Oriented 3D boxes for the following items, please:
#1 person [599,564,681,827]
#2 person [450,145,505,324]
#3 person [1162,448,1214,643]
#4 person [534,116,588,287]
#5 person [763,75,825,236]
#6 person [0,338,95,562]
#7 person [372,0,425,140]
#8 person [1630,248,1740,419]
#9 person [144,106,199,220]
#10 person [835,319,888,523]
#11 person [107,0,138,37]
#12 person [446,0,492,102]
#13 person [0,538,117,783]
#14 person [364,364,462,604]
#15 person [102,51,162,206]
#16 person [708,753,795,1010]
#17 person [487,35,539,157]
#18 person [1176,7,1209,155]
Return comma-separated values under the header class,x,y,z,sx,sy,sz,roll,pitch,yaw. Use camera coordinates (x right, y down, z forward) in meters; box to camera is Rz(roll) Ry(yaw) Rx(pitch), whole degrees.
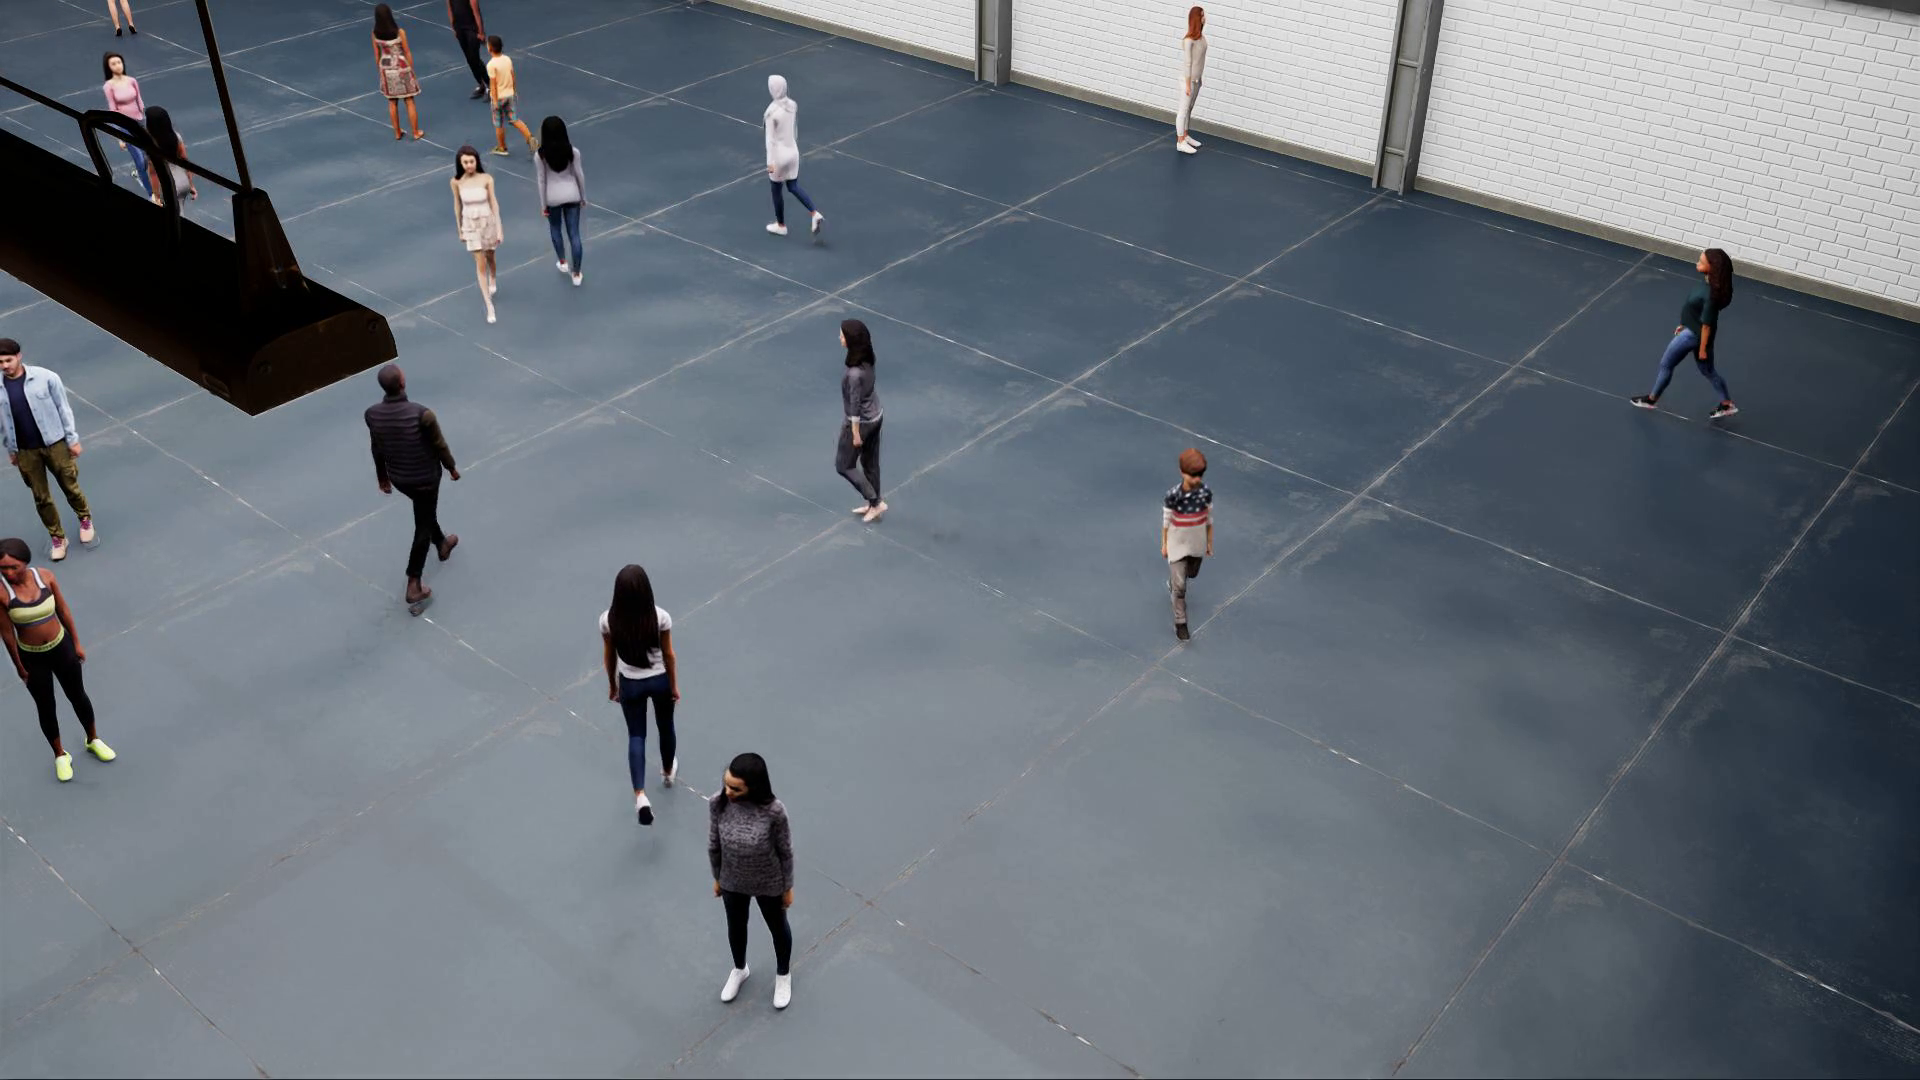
class,x,y,z,sx,sy,sz,roll,pitch,yaw
person,-1.923,0.957,10.144,1.008,1.757,1.053,-2,34,-2
person,-4.650,-3.032,16.205,0.967,1.690,1.123,-8,34,-11
person,1.610,-0.030,11.934,0.830,1.418,0.958,-10,35,-14
person,-3.970,-3.362,16.677,0.833,1.718,0.917,-9,35,-13
person,-1.805,-4.022,17.633,0.949,1.758,0.607,26,41,33
person,-6.977,-0.735,12.636,0.870,1.817,0.929,-9,35,-14
person,-6.889,-5.713,20.280,0.702,1.644,0.787,0,34,1
person,6.467,-1.740,14.364,1.159,1.577,0.741,18,38,25
person,-7.889,-3.487,16.835,1.139,1.751,0.761,16,37,22
person,-0.670,-0.899,12.942,0.742,1.750,0.705,12,35,17
person,-12.165,-8.049,23.796,0.623,1.643,0.593,-18,38,-25
person,-6.319,-6.592,21.461,0.663,1.801,0.807,16,37,22
person,-5.775,0.717,10.507,0.586,1.754,0.536,-27,42,-34
person,-4.004,-0.390,12.138,1.239,1.793,1.104,8,34,11
person,-9.248,-4.584,18.503,0.774,1.731,0.592,22,39,29
person,-1.099,1.796,8.903,0.624,1.732,0.746,6,34,10
person,-5.375,-5.245,19.759,0.909,1.443,0.585,20,38,27
person,2.757,-5.531,19.943,0.627,1.715,0.645,15,36,21
